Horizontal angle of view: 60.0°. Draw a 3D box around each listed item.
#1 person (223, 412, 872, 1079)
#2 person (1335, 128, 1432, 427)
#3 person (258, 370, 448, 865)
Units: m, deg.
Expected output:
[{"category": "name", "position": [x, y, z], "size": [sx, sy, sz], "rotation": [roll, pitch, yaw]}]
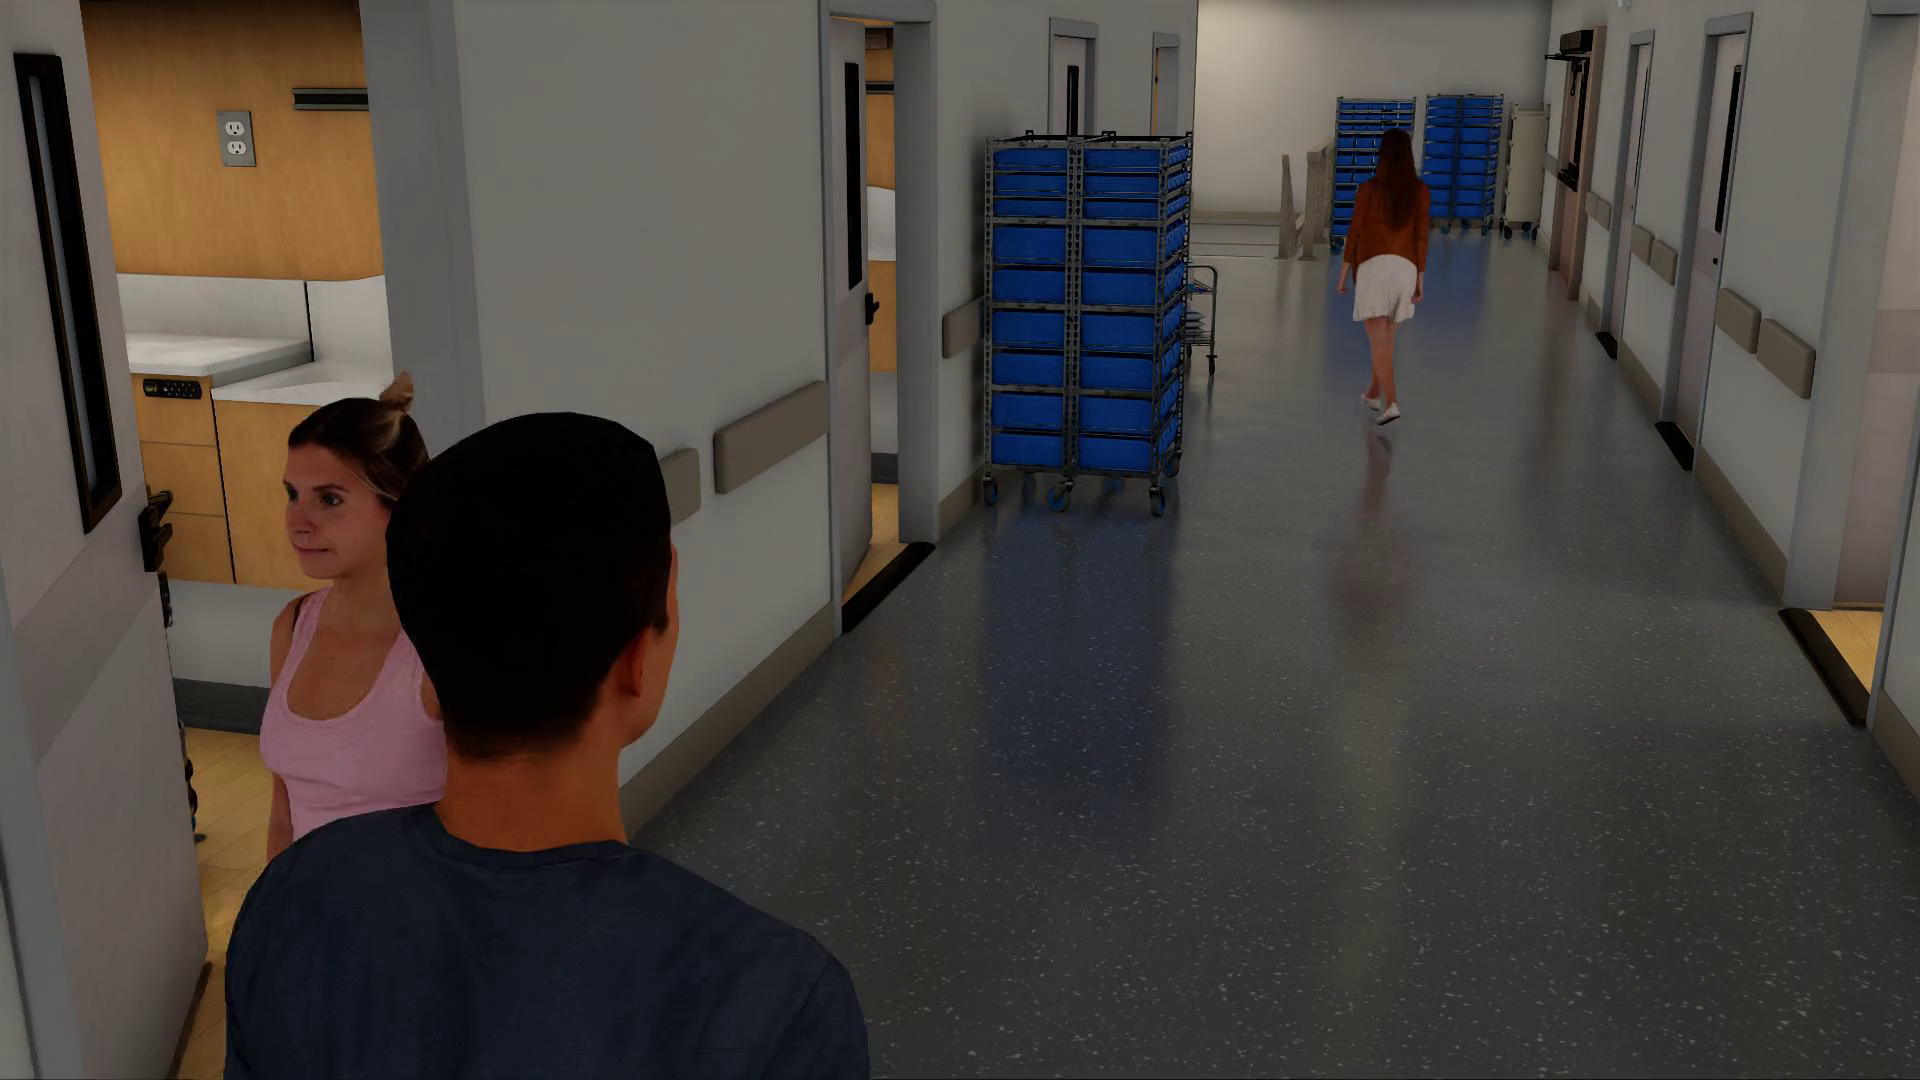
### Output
[{"category": "person", "position": [-0.353, 0.832, 1.235], "size": [0.767, 1.778, 1.076], "rotation": [6, 17, 21]}, {"category": "person", "position": [2.488, -1.489, 9.640], "size": [0.876, 1.686, 1.181], "rotation": [-1, 16, -4]}, {"category": "person", "position": [-0.739, 0.590, 2.434], "size": [0.785, 1.596, 1.153], "rotation": [9, 18, 29]}]
